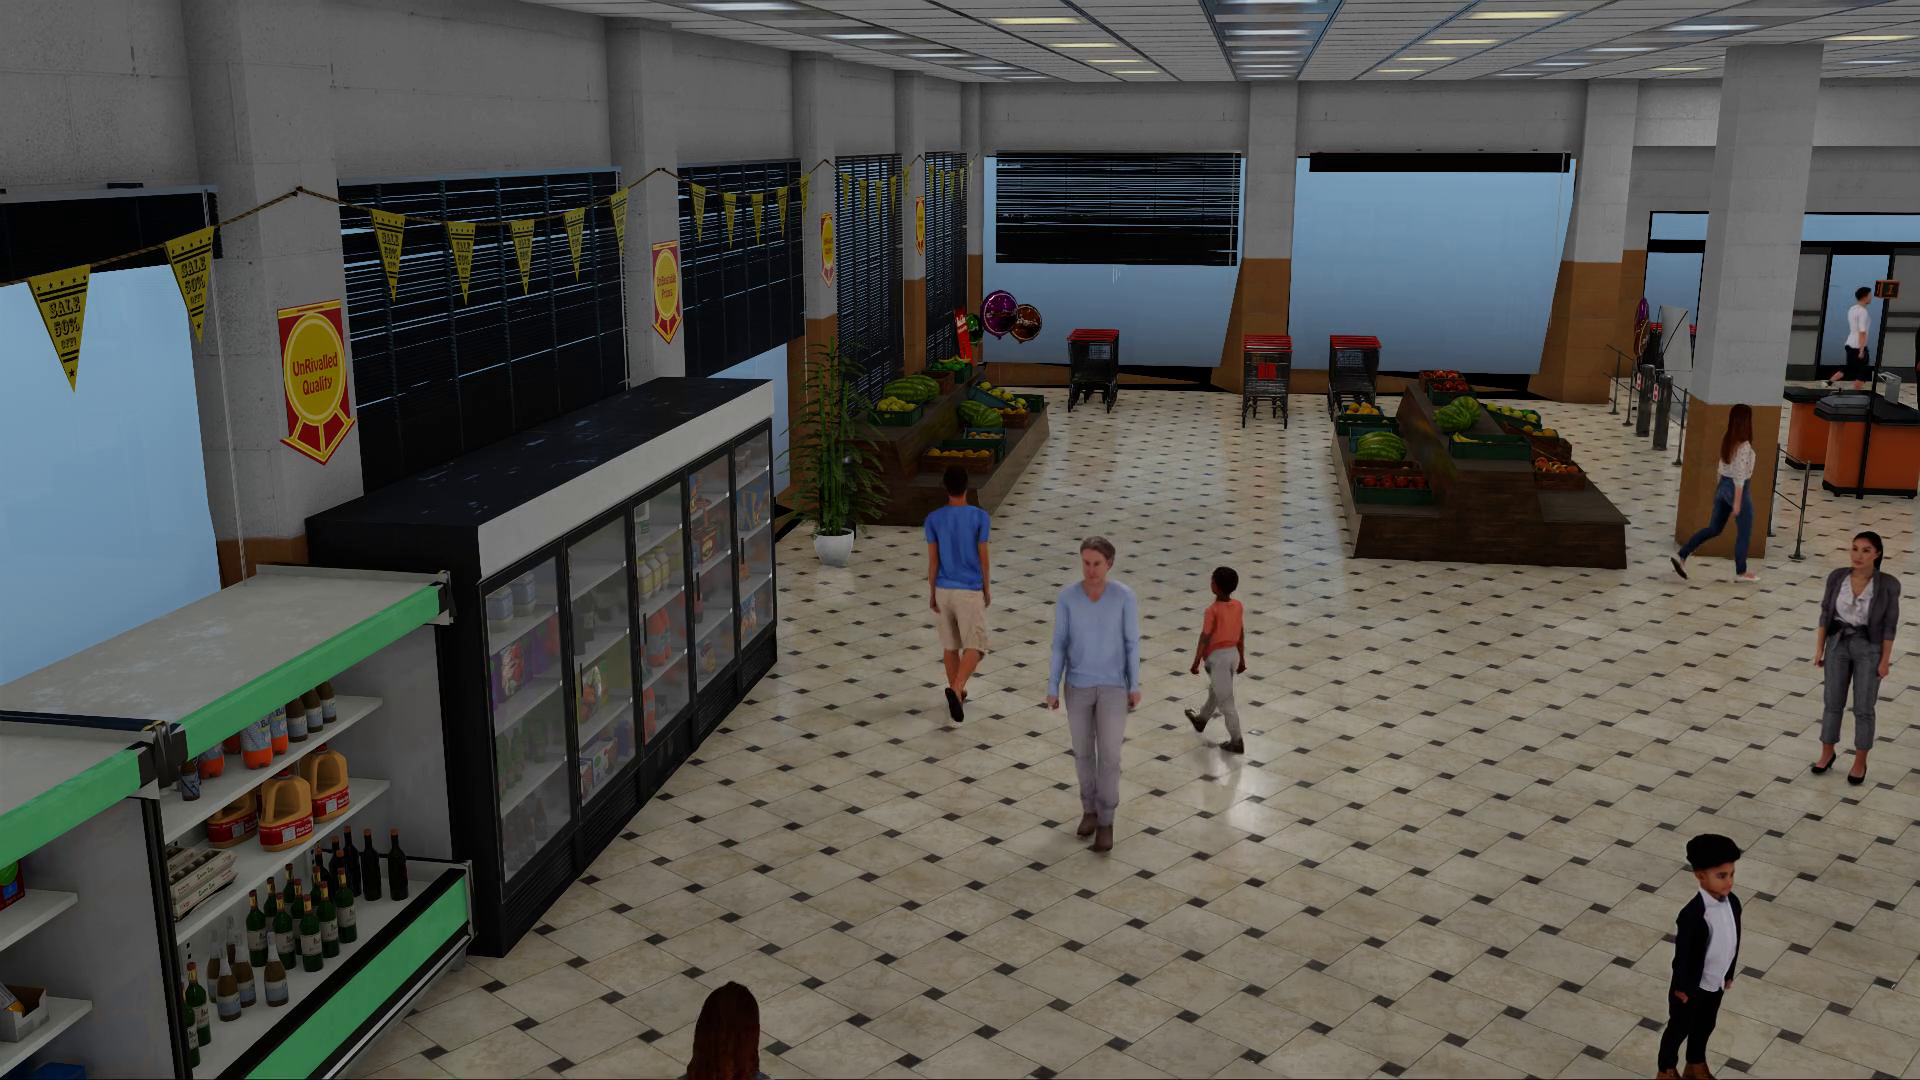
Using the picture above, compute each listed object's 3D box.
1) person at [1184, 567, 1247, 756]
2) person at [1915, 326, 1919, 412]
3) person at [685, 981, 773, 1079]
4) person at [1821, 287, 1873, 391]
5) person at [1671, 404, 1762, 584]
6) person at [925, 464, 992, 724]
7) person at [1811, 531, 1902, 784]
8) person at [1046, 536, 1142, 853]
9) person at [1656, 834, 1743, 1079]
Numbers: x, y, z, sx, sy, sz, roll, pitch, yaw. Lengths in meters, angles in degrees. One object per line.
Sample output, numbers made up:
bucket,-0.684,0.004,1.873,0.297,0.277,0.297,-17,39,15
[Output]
person,1.836,0.845,11.348,0.862,1.281,0.925,-9,16,-33
person,14.352,-2.711,24.659,0.839,1.918,0.714,11,18,39
person,-0.779,2.195,5.433,0.872,1.445,1.053,11,17,38
person,14.094,-3.065,26.308,0.836,1.828,1.017,1,14,2
person,7.165,-0.412,15.637,0.831,1.702,1.090,-1,14,-6
person,-0.013,0.408,11.968,0.690,1.838,1.059,3,14,14
person,5.864,0.752,10.894,0.755,1.675,0.718,-13,18,-42
person,0.828,0.873,9.978,0.721,1.873,0.794,3,14,14
person,3.240,1.863,7.278,0.573,1.222,0.610,-6,15,-24
